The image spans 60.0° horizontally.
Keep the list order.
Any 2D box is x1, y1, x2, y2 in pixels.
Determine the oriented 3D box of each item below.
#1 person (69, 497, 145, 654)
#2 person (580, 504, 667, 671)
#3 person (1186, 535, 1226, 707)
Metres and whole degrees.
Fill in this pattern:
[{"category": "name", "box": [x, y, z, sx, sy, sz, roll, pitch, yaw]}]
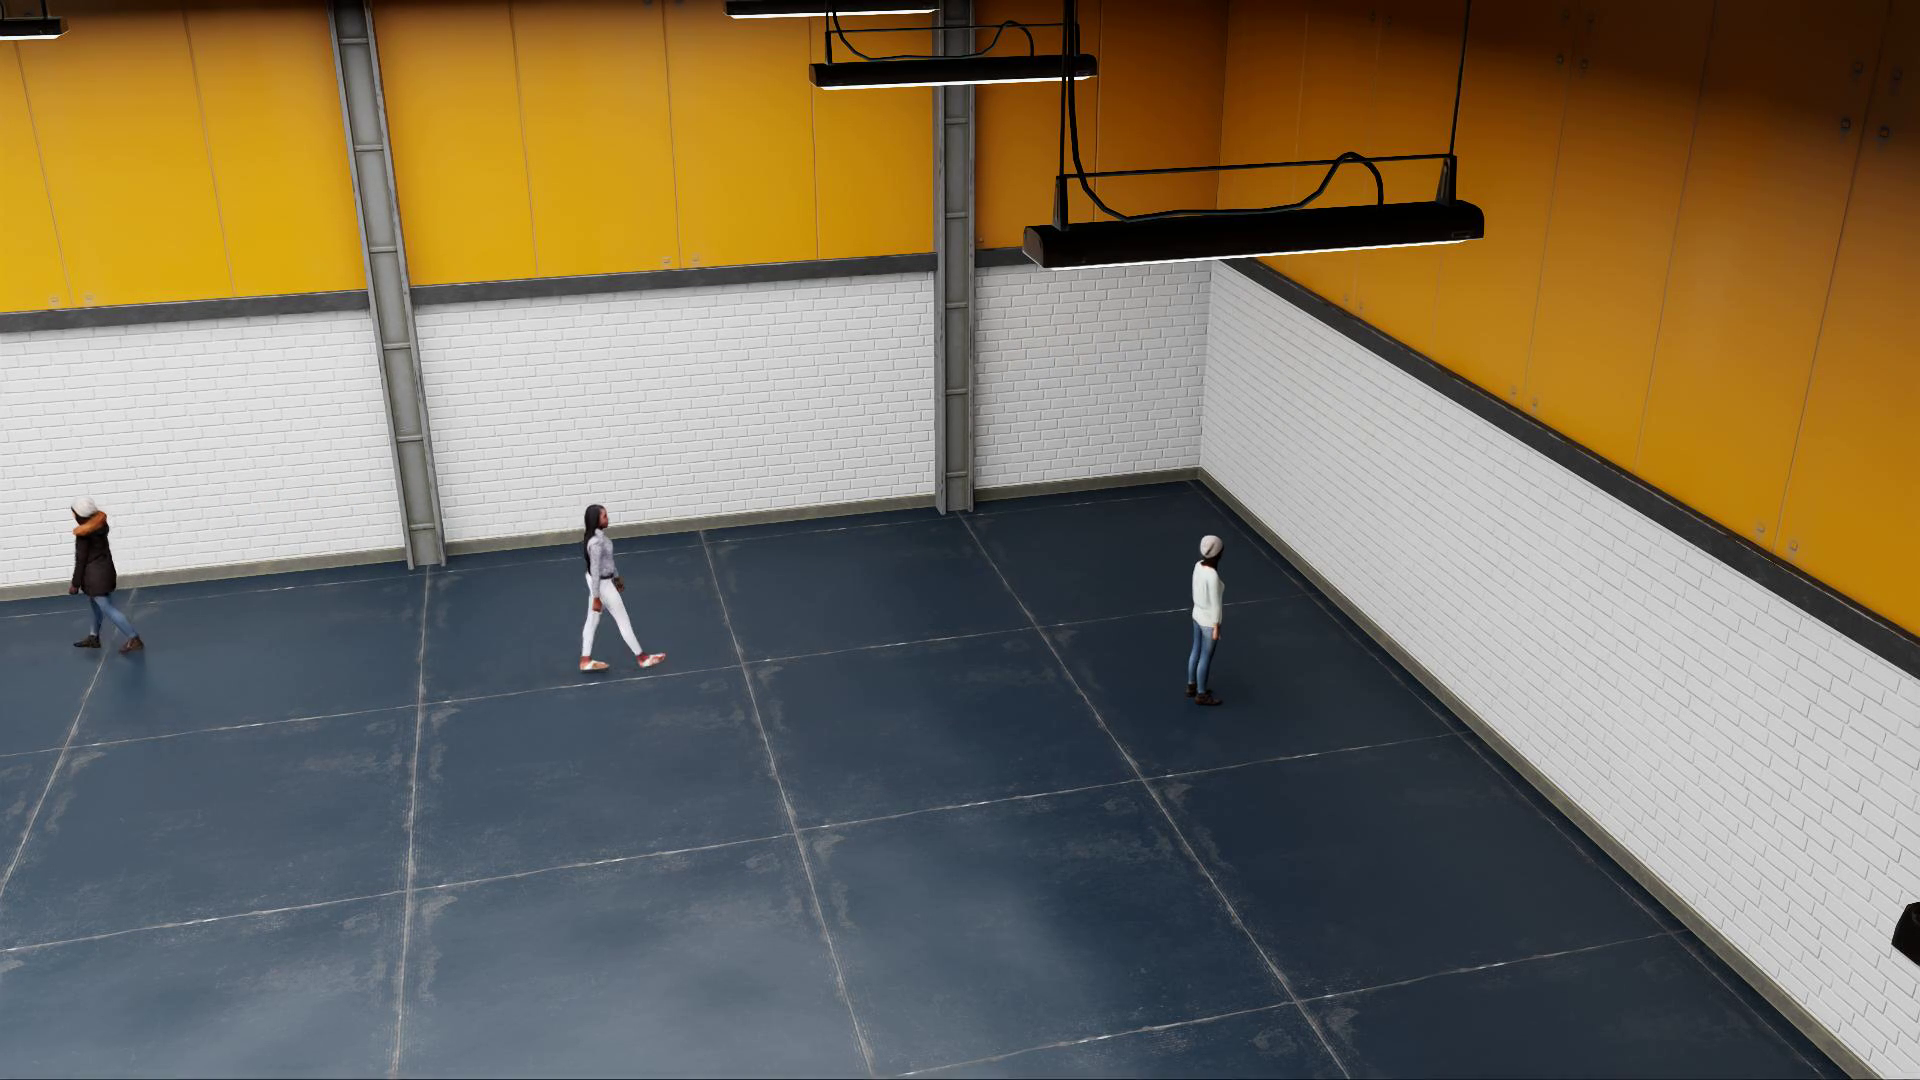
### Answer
[{"category": "person", "box": [-8.246, 0.369, 16.015, 0.947, 1.606, 0.666, -3, 24, -7]}, {"category": "person", "box": [-3.460, 0.479, 15.654, 1.062, 1.694, 0.685, -4, 24, -9]}, {"category": "person", "box": [2.250, 0.714, 15.174, 0.477, 1.647, 0.577, -7, 25, -15]}]
